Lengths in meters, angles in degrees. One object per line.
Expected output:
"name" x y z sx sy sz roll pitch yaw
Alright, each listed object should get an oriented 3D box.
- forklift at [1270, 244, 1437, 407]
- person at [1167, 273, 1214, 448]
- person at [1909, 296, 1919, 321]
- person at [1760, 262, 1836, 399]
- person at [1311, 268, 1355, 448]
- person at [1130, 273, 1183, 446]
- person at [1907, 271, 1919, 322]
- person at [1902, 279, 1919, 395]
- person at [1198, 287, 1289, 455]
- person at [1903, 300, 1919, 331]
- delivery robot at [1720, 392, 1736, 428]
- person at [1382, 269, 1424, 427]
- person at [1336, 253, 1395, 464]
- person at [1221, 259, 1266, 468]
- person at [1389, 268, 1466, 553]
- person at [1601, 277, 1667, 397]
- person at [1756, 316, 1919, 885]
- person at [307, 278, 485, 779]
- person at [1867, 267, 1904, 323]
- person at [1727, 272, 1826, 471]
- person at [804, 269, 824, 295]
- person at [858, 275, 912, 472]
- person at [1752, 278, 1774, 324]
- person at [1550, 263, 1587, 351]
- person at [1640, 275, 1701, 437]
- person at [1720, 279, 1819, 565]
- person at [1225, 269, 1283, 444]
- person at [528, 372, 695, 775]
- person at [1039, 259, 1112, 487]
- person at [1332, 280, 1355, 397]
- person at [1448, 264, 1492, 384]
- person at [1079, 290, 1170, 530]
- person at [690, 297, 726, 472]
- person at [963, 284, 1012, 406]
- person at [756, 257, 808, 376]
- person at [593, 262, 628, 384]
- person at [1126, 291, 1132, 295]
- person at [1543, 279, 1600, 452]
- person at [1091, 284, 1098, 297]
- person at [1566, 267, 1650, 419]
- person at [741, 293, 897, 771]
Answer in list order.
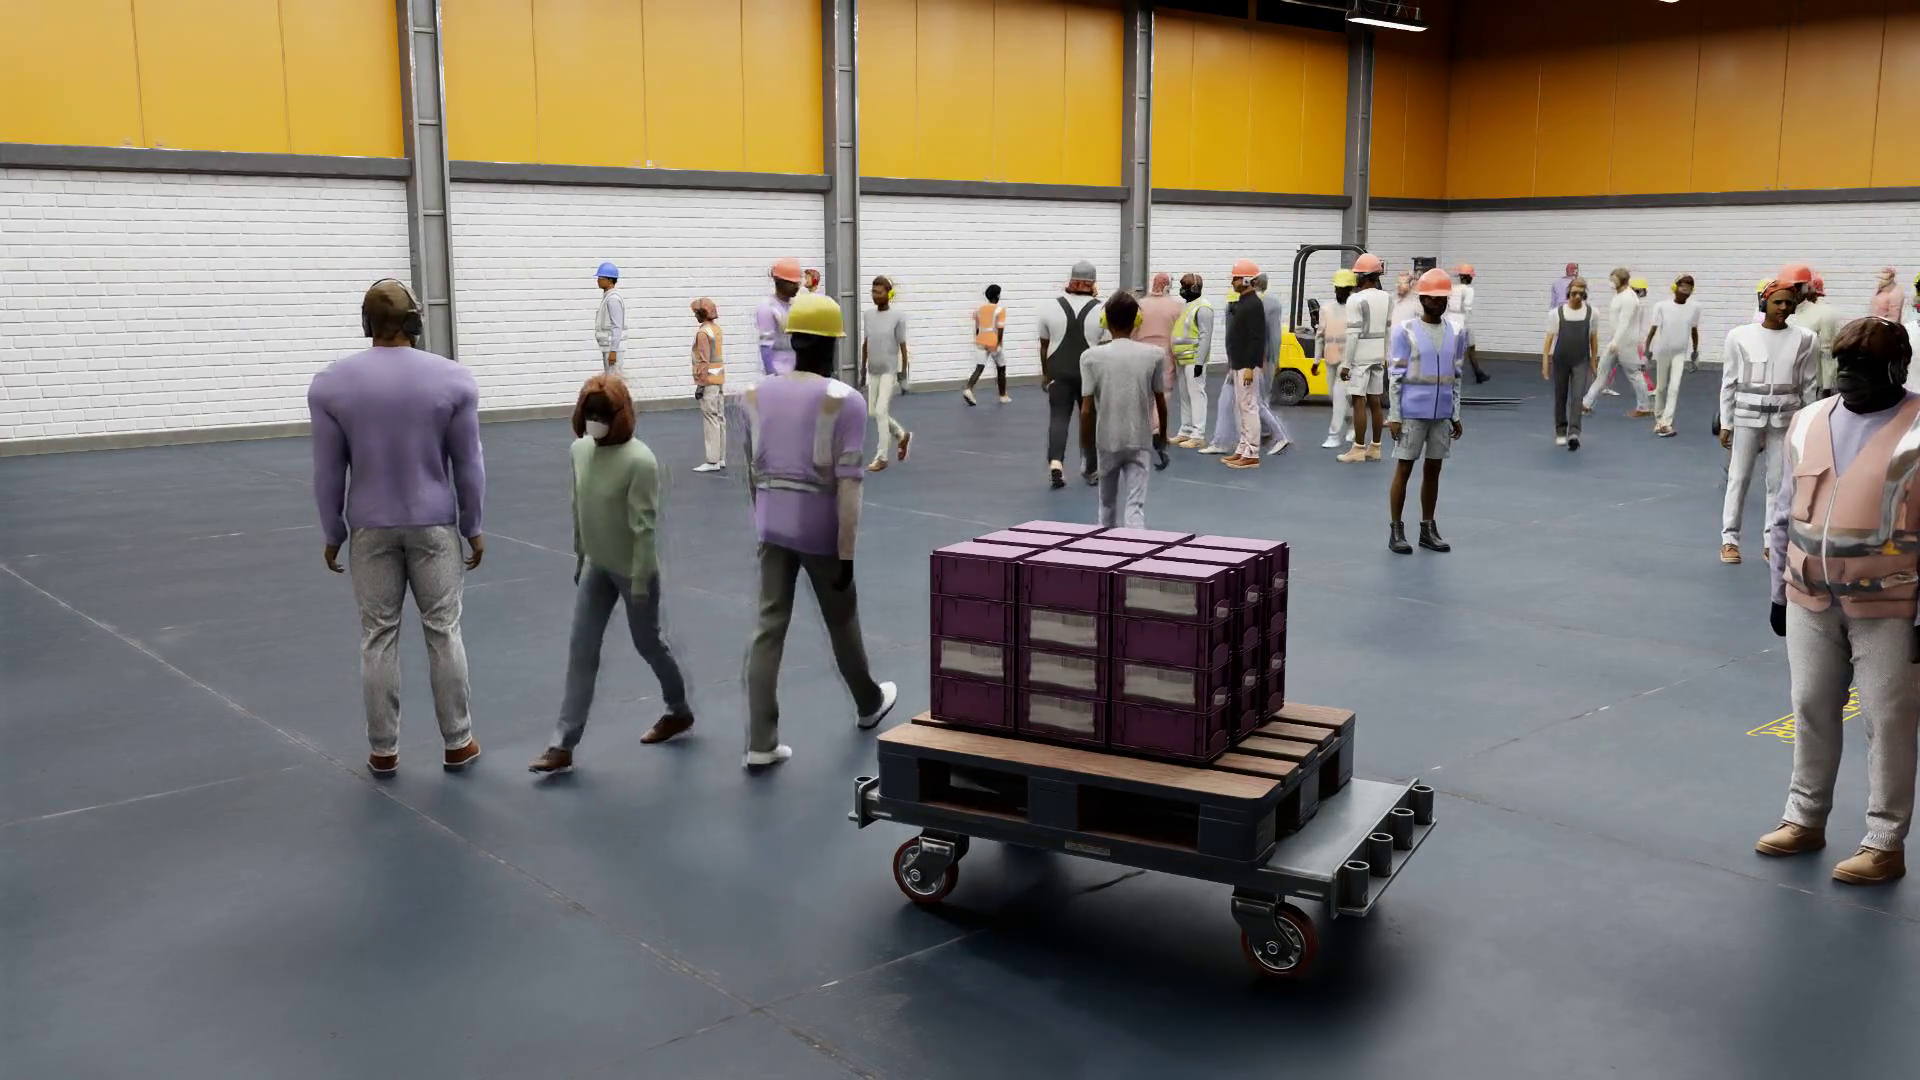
"forklift" 5.256 -2.933 22.661 2.313 2.155 1.214 3 10 16
"person" 2.436 -1.897 17.630 0.430 1.845 0.620 -3 10 -14
"person" 11.061 -2.064 18.980 0.864 1.702 0.507 0 10 1
"person" 6.700 -1.257 13.500 0.741 1.964 0.649 -6 11 -32
"person" 4.106 -1.946 17.761 0.856 1.899 0.590 -9 13 -43
"person" 2.116 -1.934 17.845 0.647 1.862 0.963 3 10 20
"person" 14.366 -3.110 24.863 0.764 1.799 0.660 0 10 -1
"person" 6.079 -0.694 10.305 0.700 1.938 0.606 -3 10 -15
"person" 2.926 -1.716 16.916 0.895 1.722 0.519 -2 10 -12
"person" 10.426 -1.830 17.947 0.522 1.608 0.814 8 13 40
"delivery robot" 8.864 -1.516 18.887 0.477 0.478 0.707 6 11 30
"person" 5.329 -2.292 19.847 0.842 1.873 0.631 -6 11 -31
"person" 3.953 -1.767 16.264 0.607 2.048 0.365 -7 12 -37
"person" 2.724 -1.686 15.943 0.388 1.992 0.625 0 10 0
"person" 3.192 -0.872 11.347 0.547 1.938 0.379 -2 10 -14
"person" 9.719 -2.919 23.955 0.903 1.712 0.542 3 10 14
"person" 2.918 0.194 5.427 0.430 1.836 0.619 -6 11 -31
"person" -2.166 -0.038 6.466 0.630 1.936 0.369 -2 10 -13
"person" 12.897 -2.877 23.279 0.630 1.872 0.682 0 10 -1
"person" 7.132 -1.379 14.496 0.903 1.900 0.599 -1 10 -8
"person" -1.966 -2.732 22.490 0.390 1.850 0.565 -4 10 -22
"person" -0.692 -1.591 15.816 0.520 1.847 0.716 8 12 38
"person" 9.476 -2.200 19.626 0.313 1.768 0.522 -2 10 -9
"person" 10.729 -3.919 29.282 0.401 1.904 0.646 -9 13 -43
"person" 7.978 -2.063 18.689 0.625 1.805 0.927 3 10 15
"person" 5.282 -0.761 10.899 0.576 1.876 0.340 3 10 18
"person" 3.120 -1.915 17.610 0.647 1.877 0.996 5 11 26
"person" -1.363 0.113 6.607 0.552 1.577 0.862 7 12 35
"person" 1.025 -1.494 14.687 0.683 2.000 0.944 2 10 12
"person" 5.497 -2.969 23.931 0.404 1.830 0.601 4 11 24
"person" 7.940 -3.370 26.112 0.963 1.891 0.549 -5 11 -28
"person" 0.957 -0.524 9.661 0.537 1.821 0.993 1 10 5
"person" -2.365 -1.460 15.665 0.310 1.640 0.514 1 10 8
"person" 0.360 -2.650 22.611 0.542 1.651 0.893 7 12 35
"person" -1.557 -1.466 14.619 0.564 2.007 0.657 5 11 25
"person" -4.016 -2.216 19.175 0.376 1.950 0.613 -3 10 -18
"person" 1.871 -2.025 18.985 0.540 1.624 0.388 4 10 21
"person" 6.397 -1.832 17.418 0.547 1.782 1.040 3 10 19
"person" 1.961 -3.091 25.222 0.269 1.632 0.504 -5 11 -28
"person" 8.133 -2.430 20.641 1.026 1.874 0.648 1 10 5
"person" -0.609 -0.056 6.782 0.609 1.865 1.017 4 11 23
